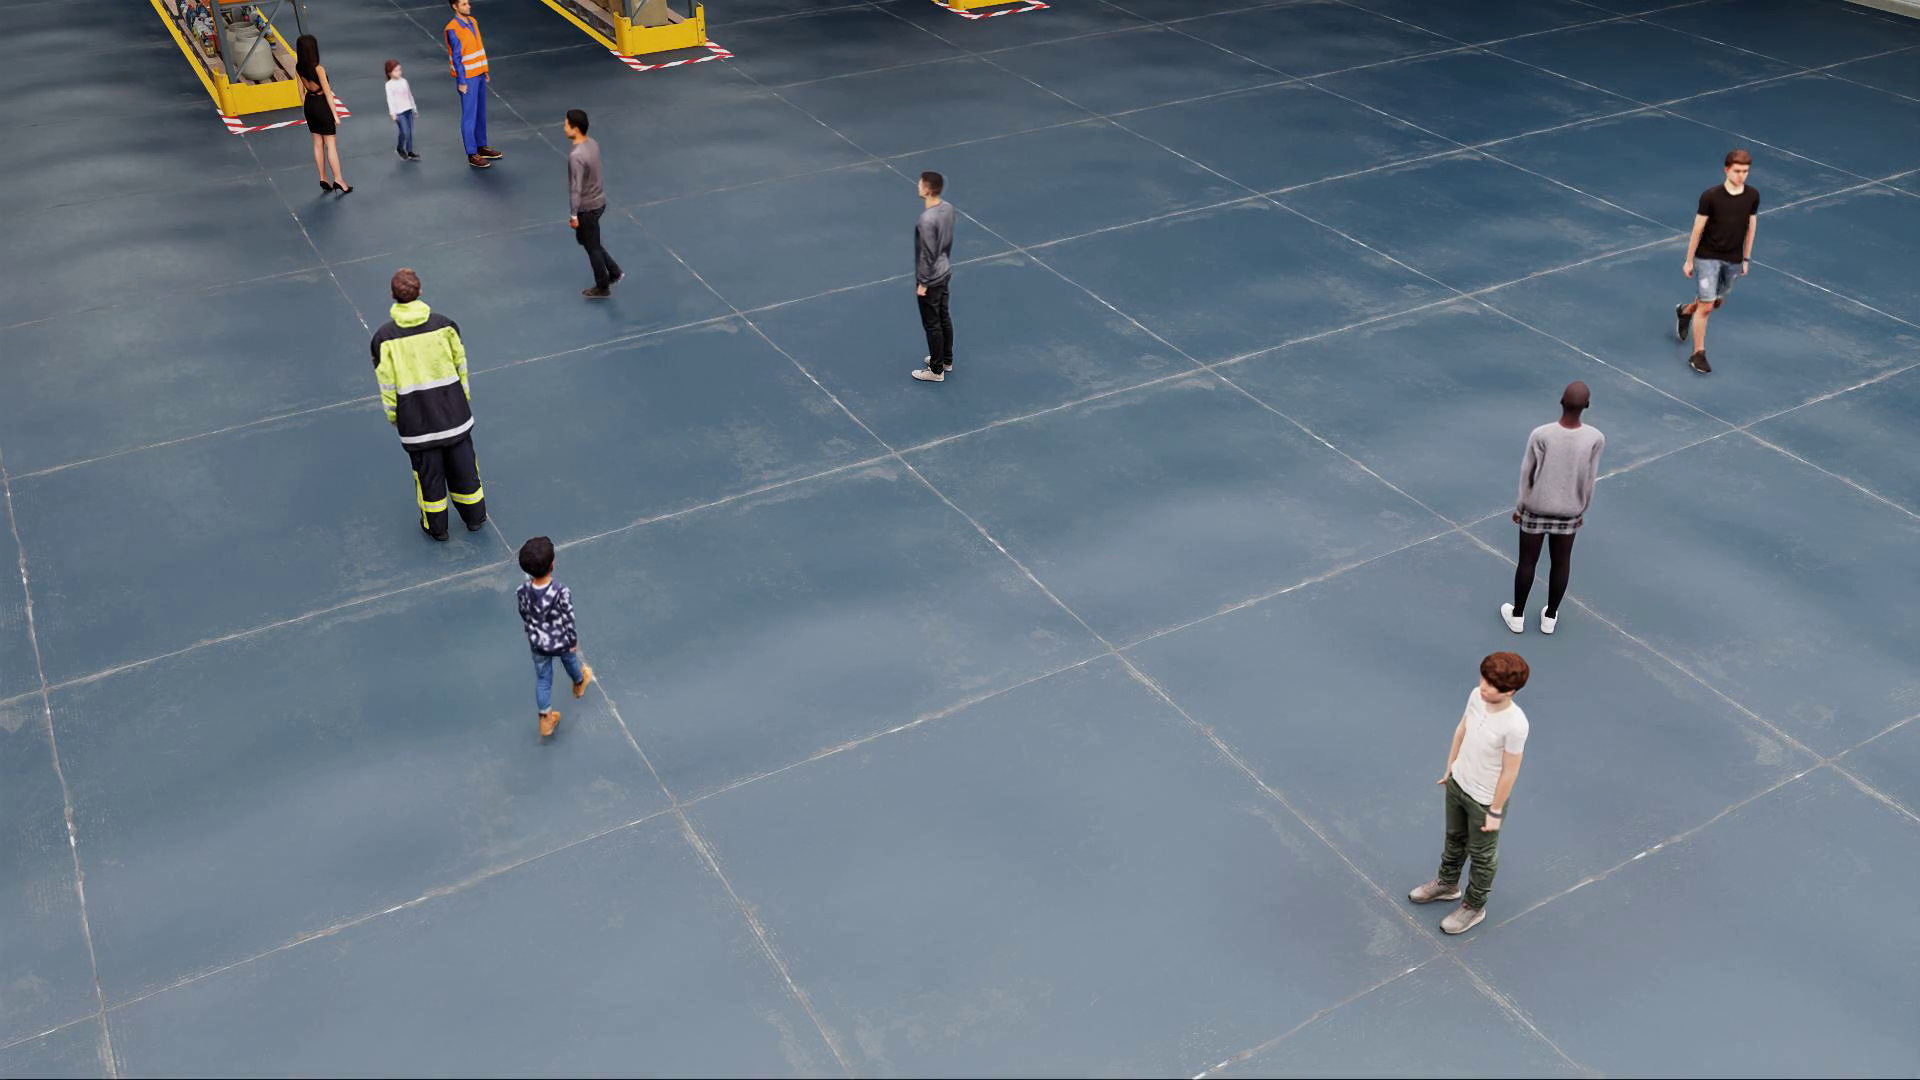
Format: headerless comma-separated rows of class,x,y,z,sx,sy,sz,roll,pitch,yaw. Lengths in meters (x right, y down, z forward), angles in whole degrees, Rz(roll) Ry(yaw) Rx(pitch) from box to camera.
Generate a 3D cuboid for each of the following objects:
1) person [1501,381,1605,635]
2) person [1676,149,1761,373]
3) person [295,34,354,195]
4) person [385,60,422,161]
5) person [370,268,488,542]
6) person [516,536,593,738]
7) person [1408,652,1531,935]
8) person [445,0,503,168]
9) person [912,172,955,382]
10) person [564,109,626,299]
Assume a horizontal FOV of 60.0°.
person,3.728,-0.196,10.466,0.693,1.771,0.728,5,33,7
person,6.290,-2.372,13.866,0.999,1.824,1.212,-1,32,-1
person,-6.653,-4.415,17.270,0.611,1.648,0.703,13,34,20
person,-6.171,-4.740,18.293,0.581,1.105,0.532,17,36,25
person,-3.650,-0.929,11.430,0.754,1.983,0.608,-17,36,-25
person,-2.427,0.585,9.743,0.794,1.222,0.915,3,32,5
person,2.593,1.241,8.297,0.642,1.655,0.489,-13,35,-20
person,-5.300,-5.013,18.016,0.849,1.863,0.784,8,33,12
person,-0.214,-2.153,13.579,0.715,1.760,0.696,14,35,21
person,-3.244,-2.990,14.906,0.880,1.760,0.797,12,34,18
